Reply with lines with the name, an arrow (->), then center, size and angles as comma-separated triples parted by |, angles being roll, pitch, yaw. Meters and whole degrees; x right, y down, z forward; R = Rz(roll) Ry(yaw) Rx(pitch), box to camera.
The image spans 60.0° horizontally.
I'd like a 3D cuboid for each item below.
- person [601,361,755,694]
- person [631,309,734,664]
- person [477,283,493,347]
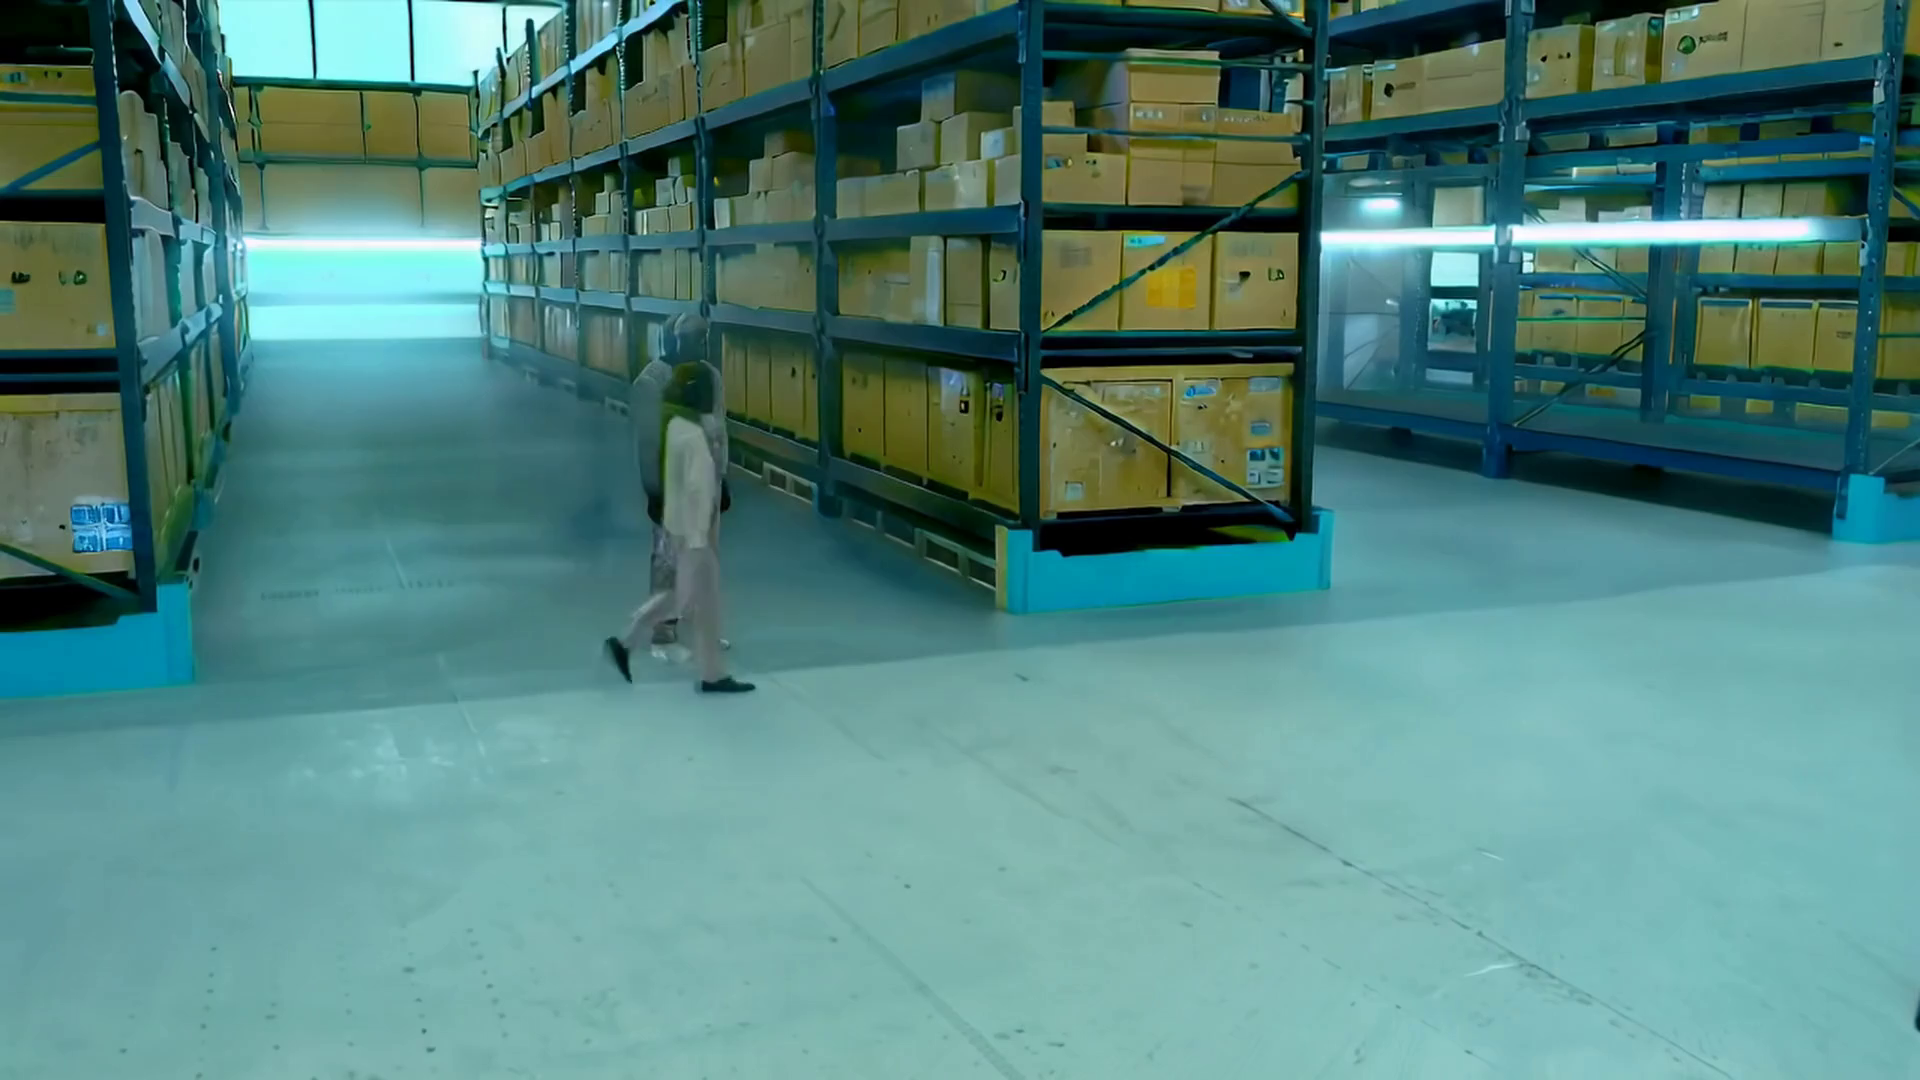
person -> -1.358, -0.044, 7.906 | 0.651, 1.619, 0.499 | -3, 10, -17
person -> -1.420, -0.277, 8.675 | 0.431, 1.836, 0.618 | 6, 11, 30
person -> -11.097, -5.254, 39.106 | 0.534, 1.647, 0.364 | 2, 10, 10
